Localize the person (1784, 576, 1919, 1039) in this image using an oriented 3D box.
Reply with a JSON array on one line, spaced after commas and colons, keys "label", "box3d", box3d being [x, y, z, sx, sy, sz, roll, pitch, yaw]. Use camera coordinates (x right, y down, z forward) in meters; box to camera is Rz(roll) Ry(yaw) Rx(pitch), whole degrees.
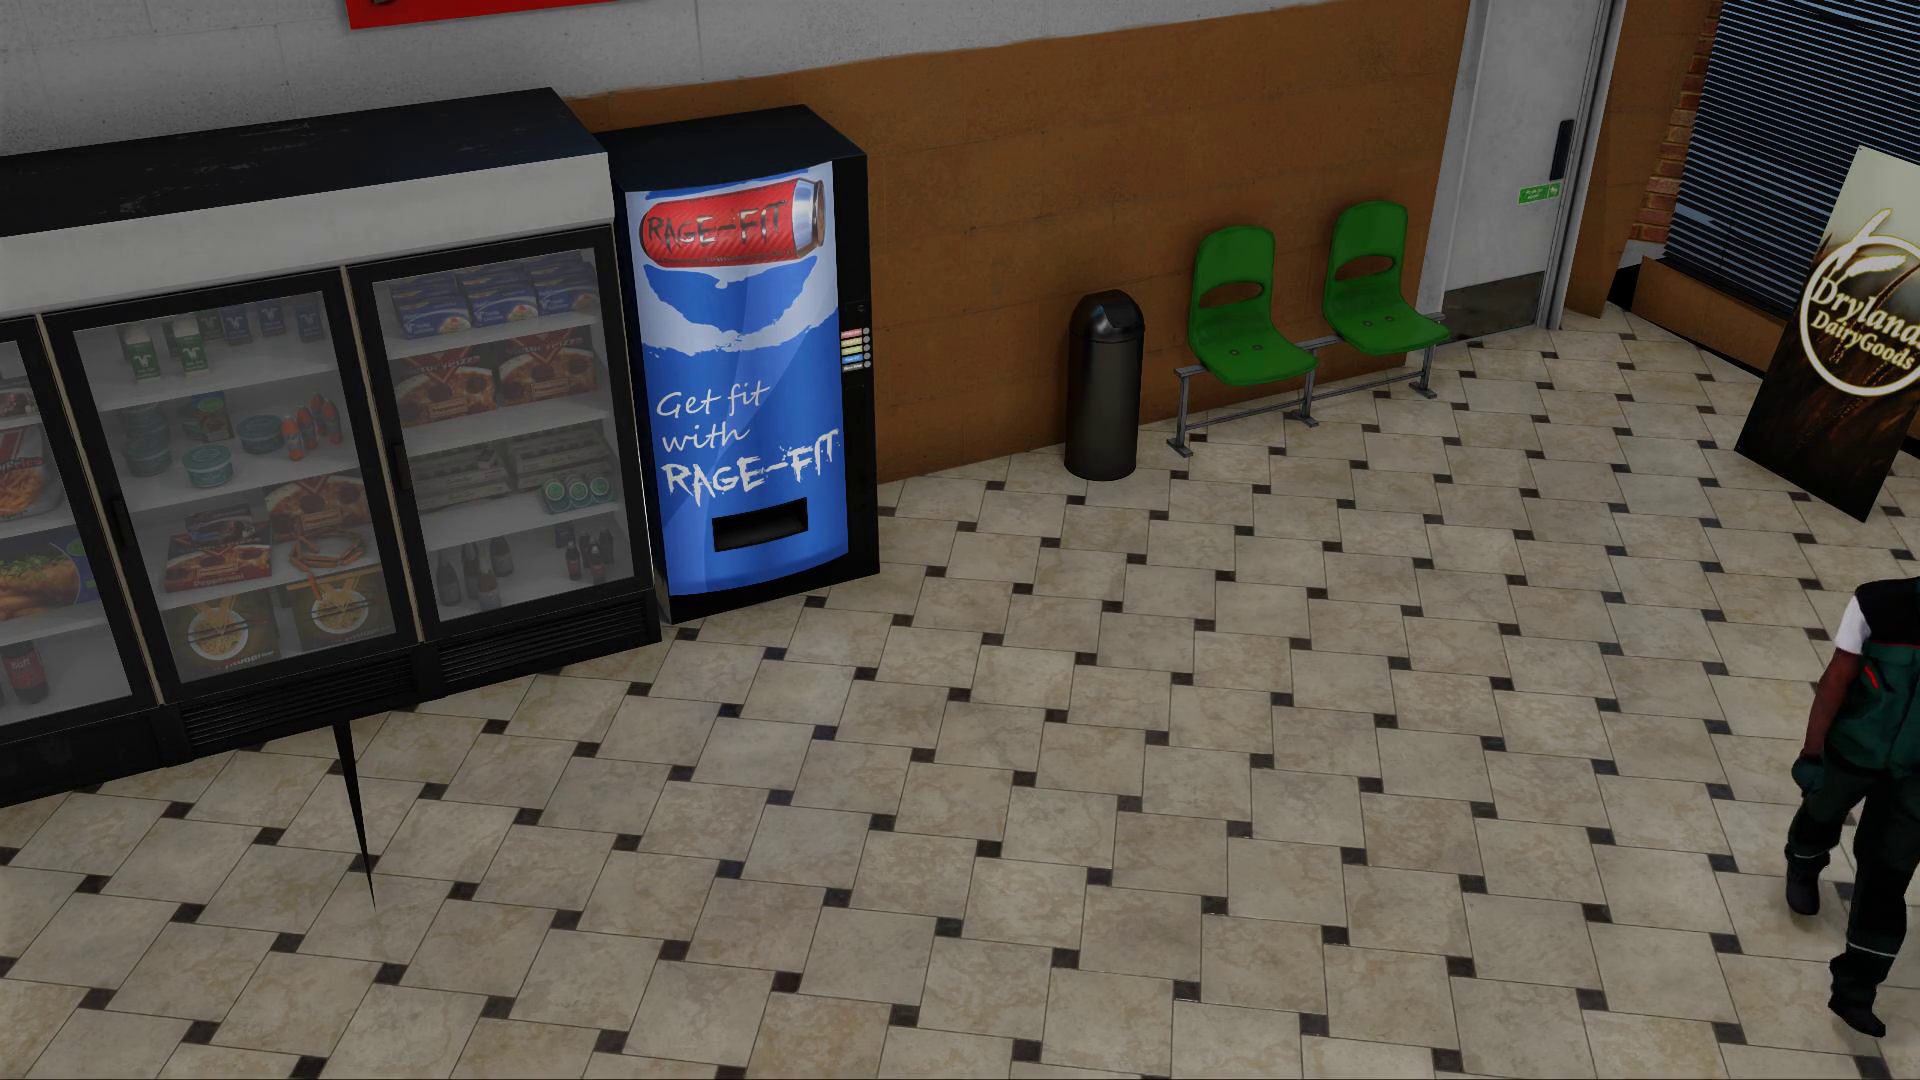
[{"label": "person", "box3d": [3.055, 0.664, 5.557, 1.171, 1.778, 1.291, 8, 33, 12]}]
